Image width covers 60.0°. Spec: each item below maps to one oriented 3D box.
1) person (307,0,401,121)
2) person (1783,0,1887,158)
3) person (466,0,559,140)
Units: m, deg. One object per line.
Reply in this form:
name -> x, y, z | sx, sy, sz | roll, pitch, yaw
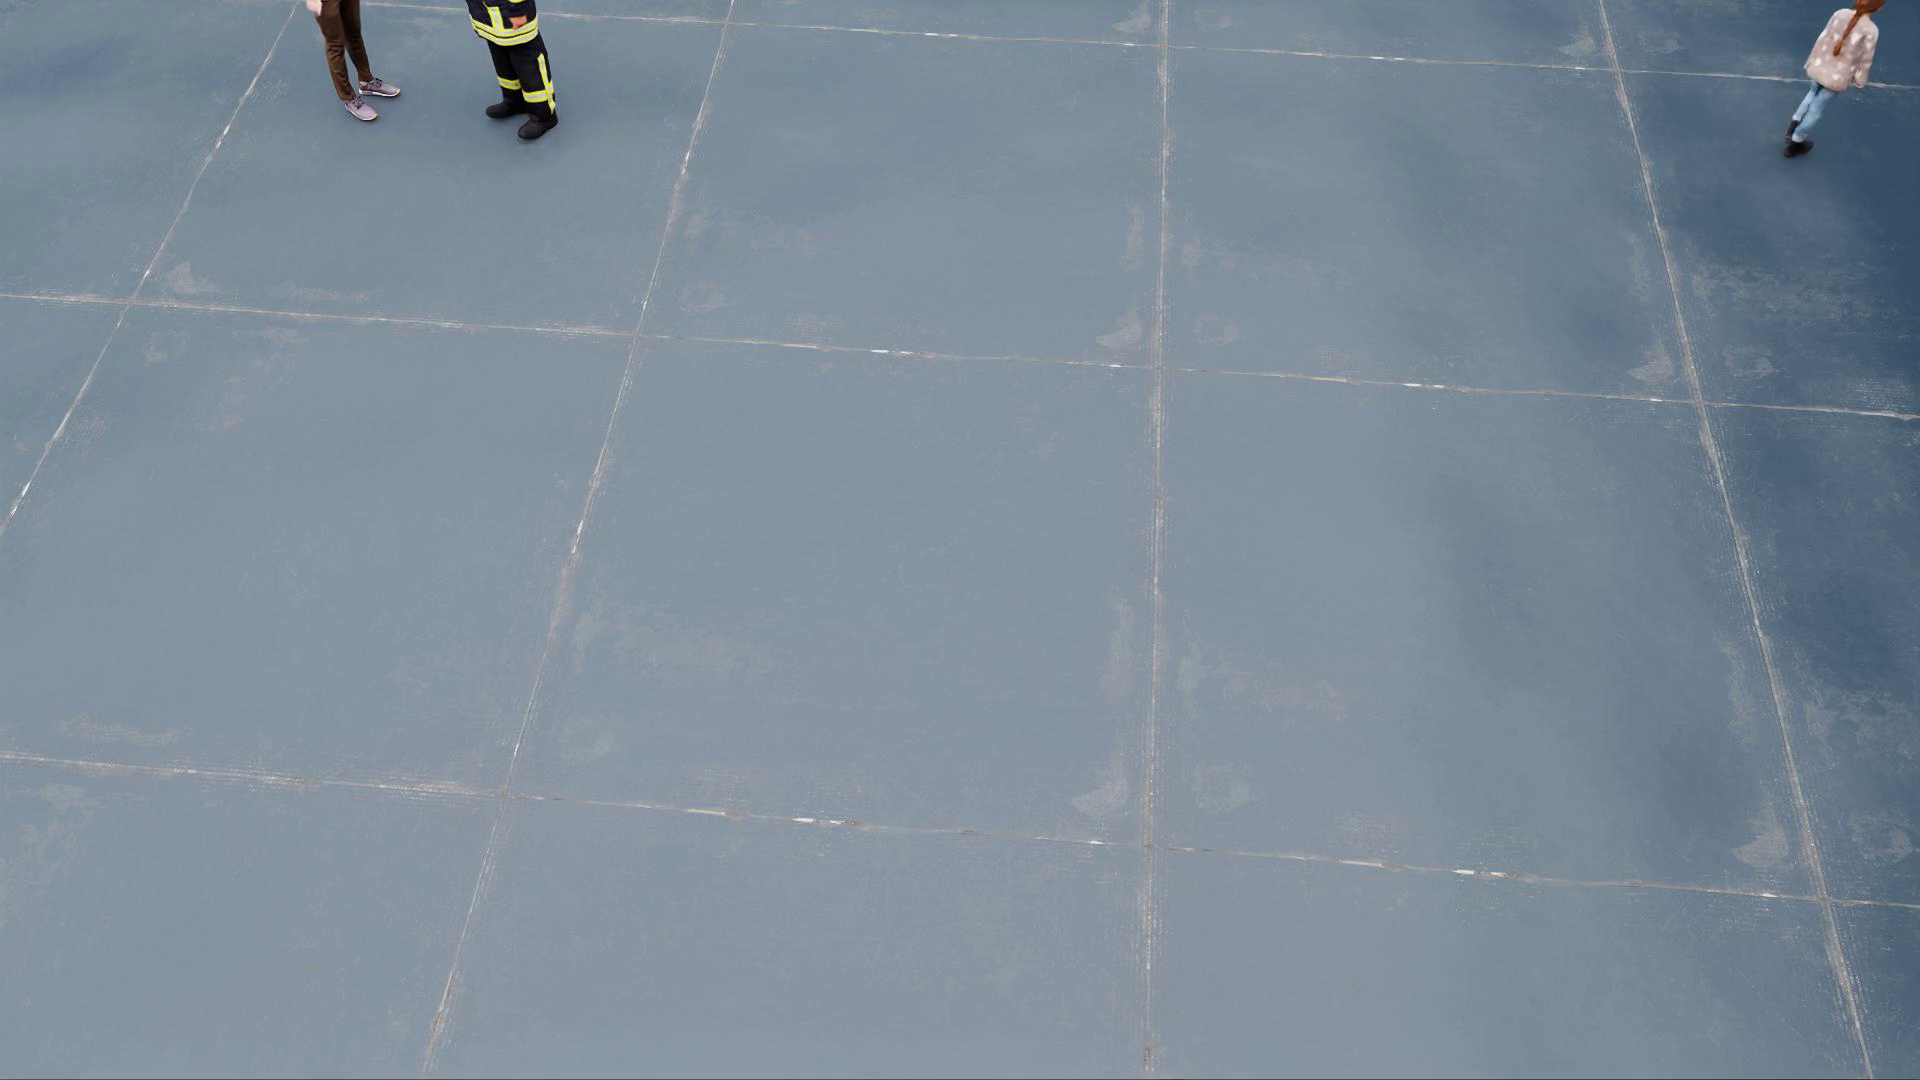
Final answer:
person -> -3.860, -3.431, 10.147 | 0.655, 1.808, 0.692 | 20, 55, 15
person -> 5.254, -2.828, 10.074 | 0.621, 1.186, 0.580 | -22, 55, -16
person -> -2.766, -3.299, 9.973 | 0.861, 1.922, 0.952 | 37, 61, 25
